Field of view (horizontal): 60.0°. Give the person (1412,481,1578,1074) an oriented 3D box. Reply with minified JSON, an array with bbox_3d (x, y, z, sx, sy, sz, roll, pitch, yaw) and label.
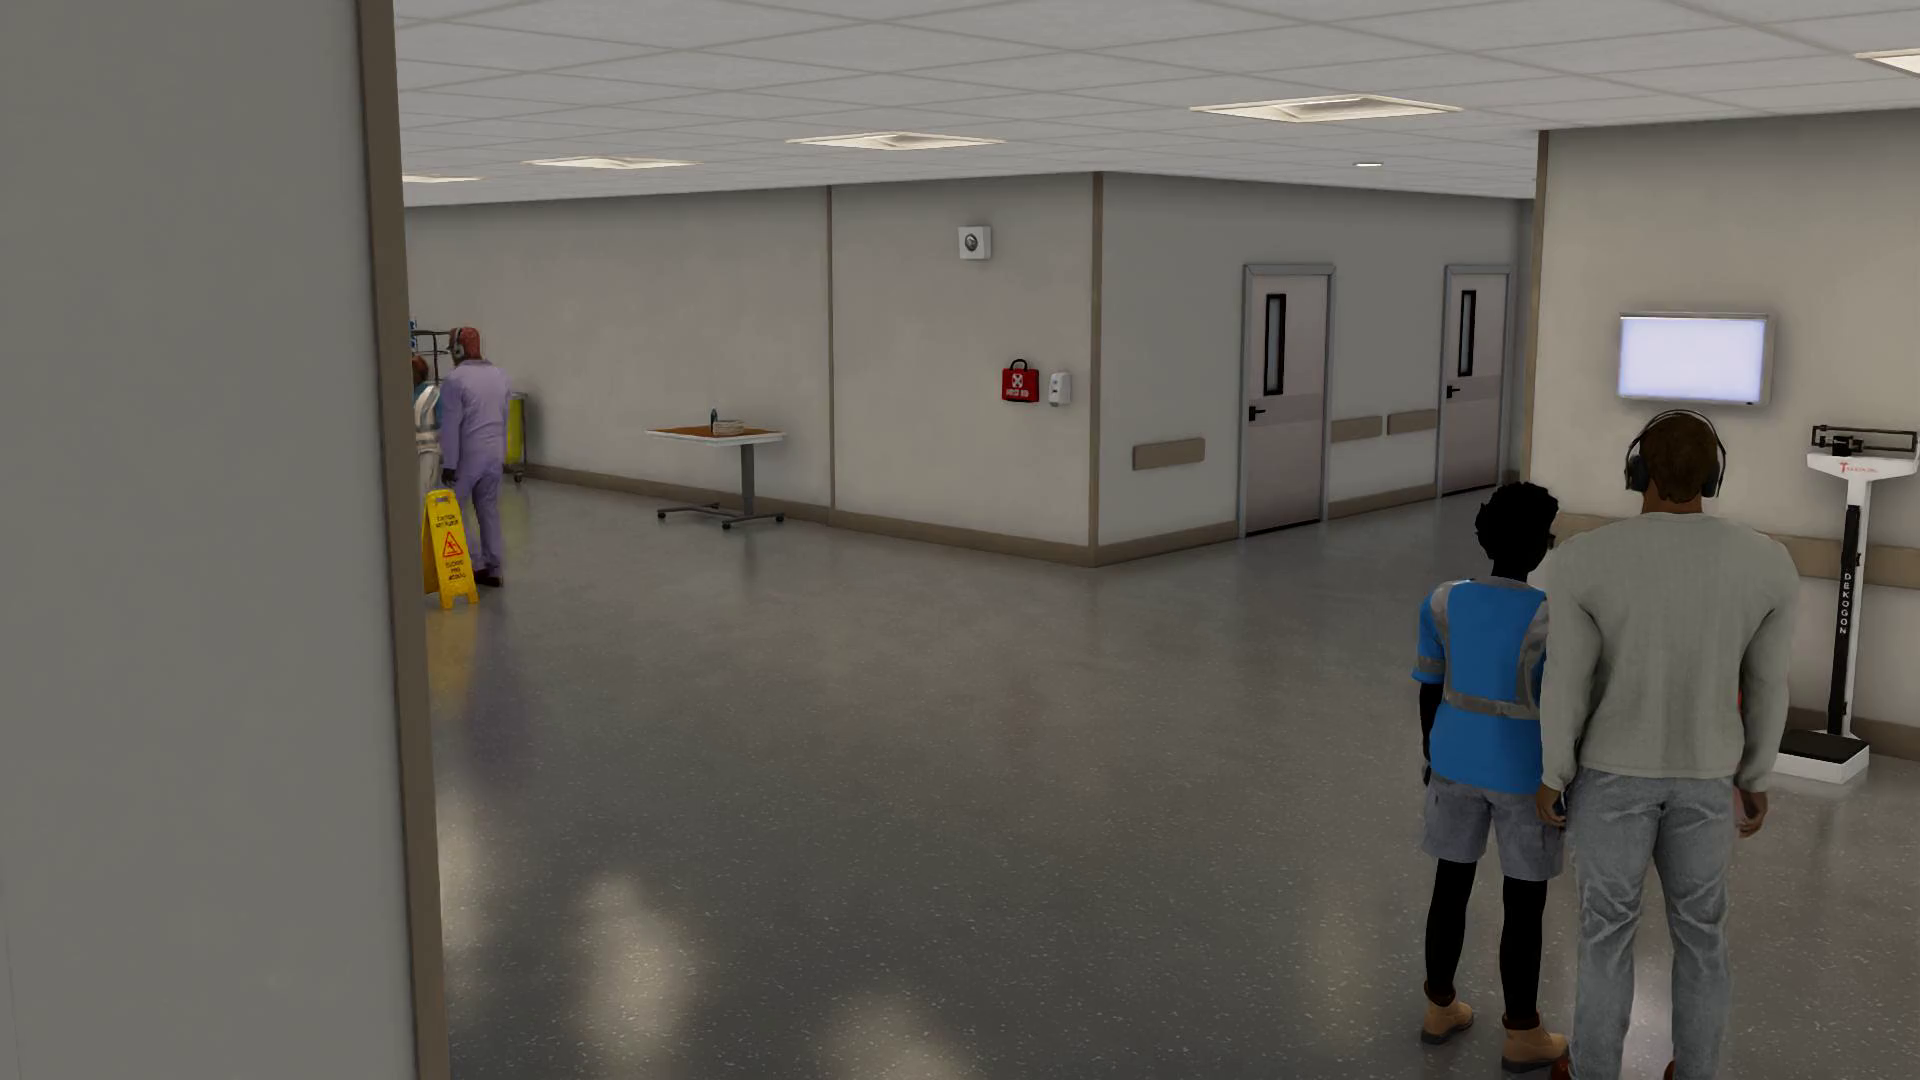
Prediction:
[{"bbox_3d":[1.564,0.676,4.820,0.318,1.695,0.539,-9,13,-42],"label":"person"}]

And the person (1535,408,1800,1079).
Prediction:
[{"bbox_3d":[1.847,0.620,4.423,0.632,1.939,0.368,1,9,5],"label":"person"}]

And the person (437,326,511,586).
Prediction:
[{"bbox_3d":[-3.509,-0.586,11.942,0.451,1.888,0.682,4,10,24],"label":"person"}]
